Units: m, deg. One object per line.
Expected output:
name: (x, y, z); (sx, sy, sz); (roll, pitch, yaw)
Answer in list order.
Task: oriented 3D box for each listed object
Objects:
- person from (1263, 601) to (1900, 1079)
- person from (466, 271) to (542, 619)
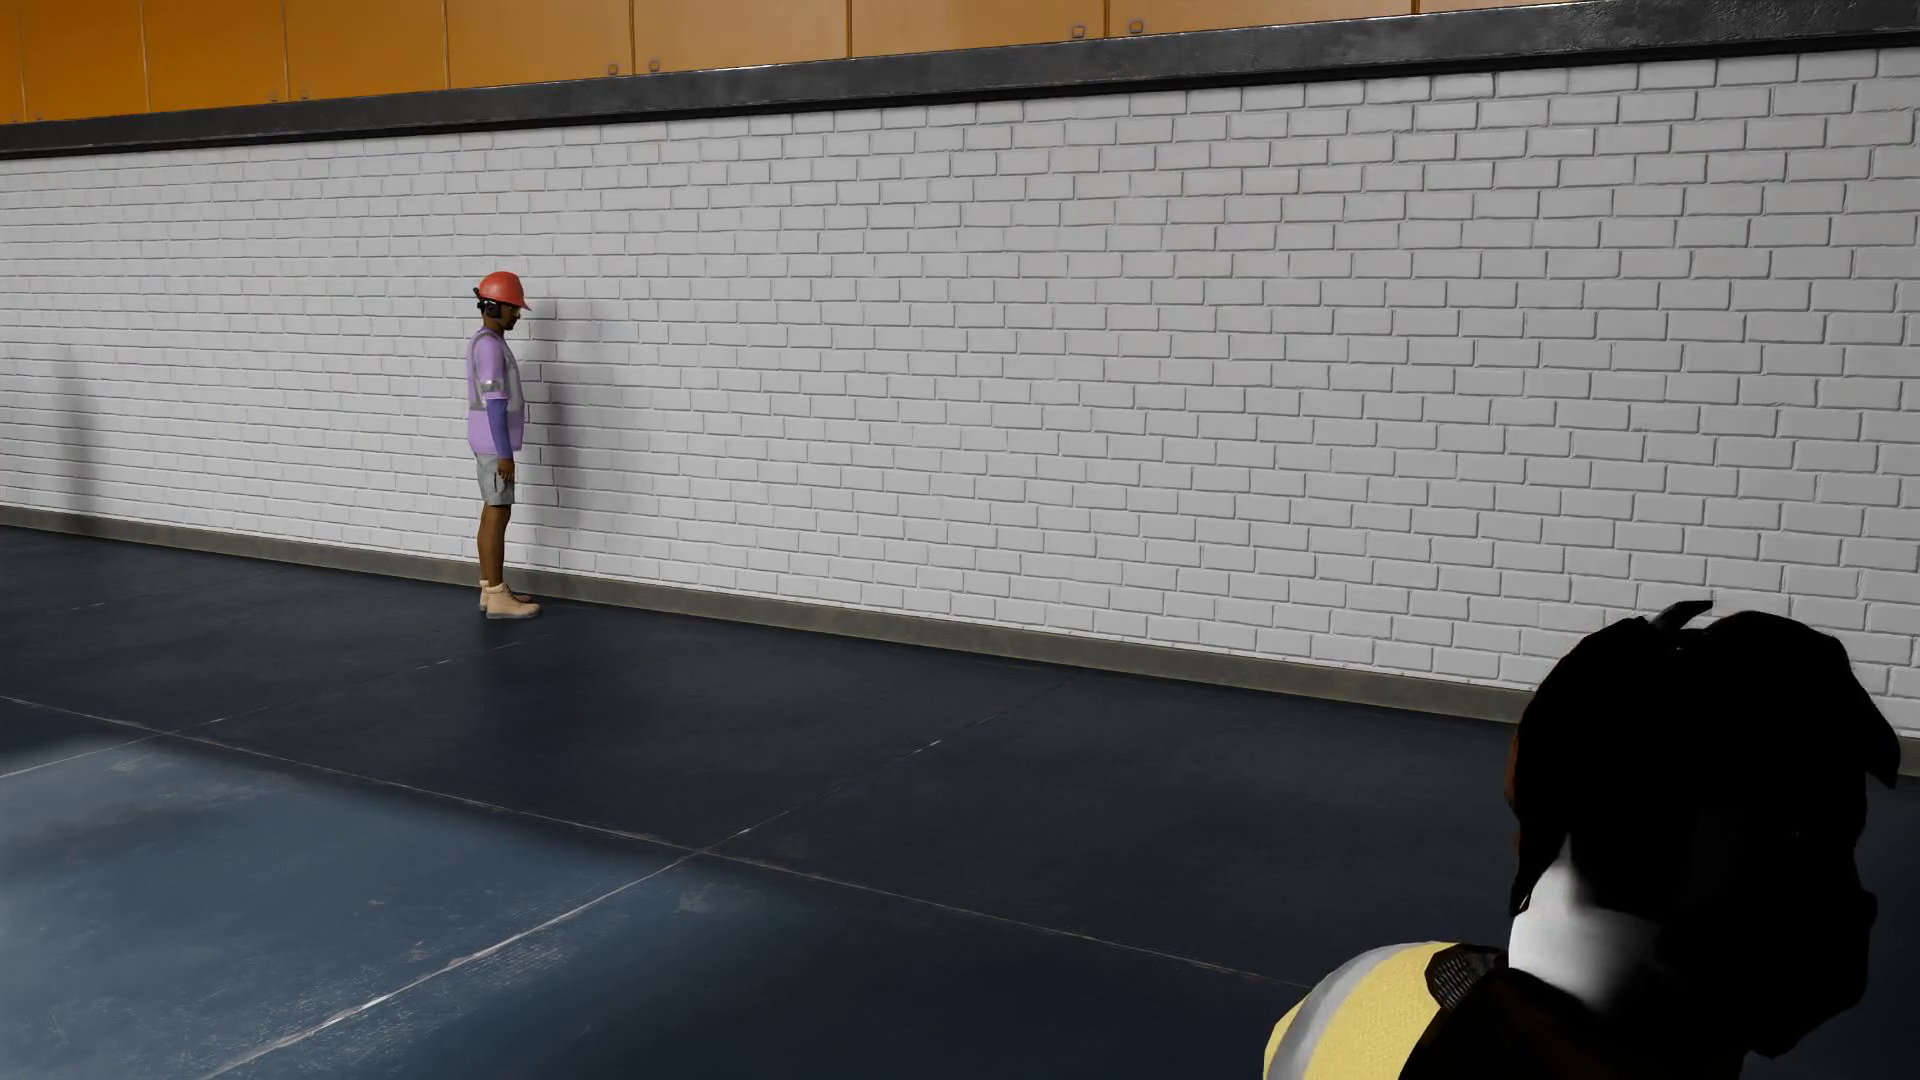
person: (0.430, 0.941, 1.082); (0.429, 1.839, 0.621); (-3, 9, -16)
person: (-2.701, -0.557, 9.822); (0.392, 2.033, 0.605); (-3, 10, -21)
